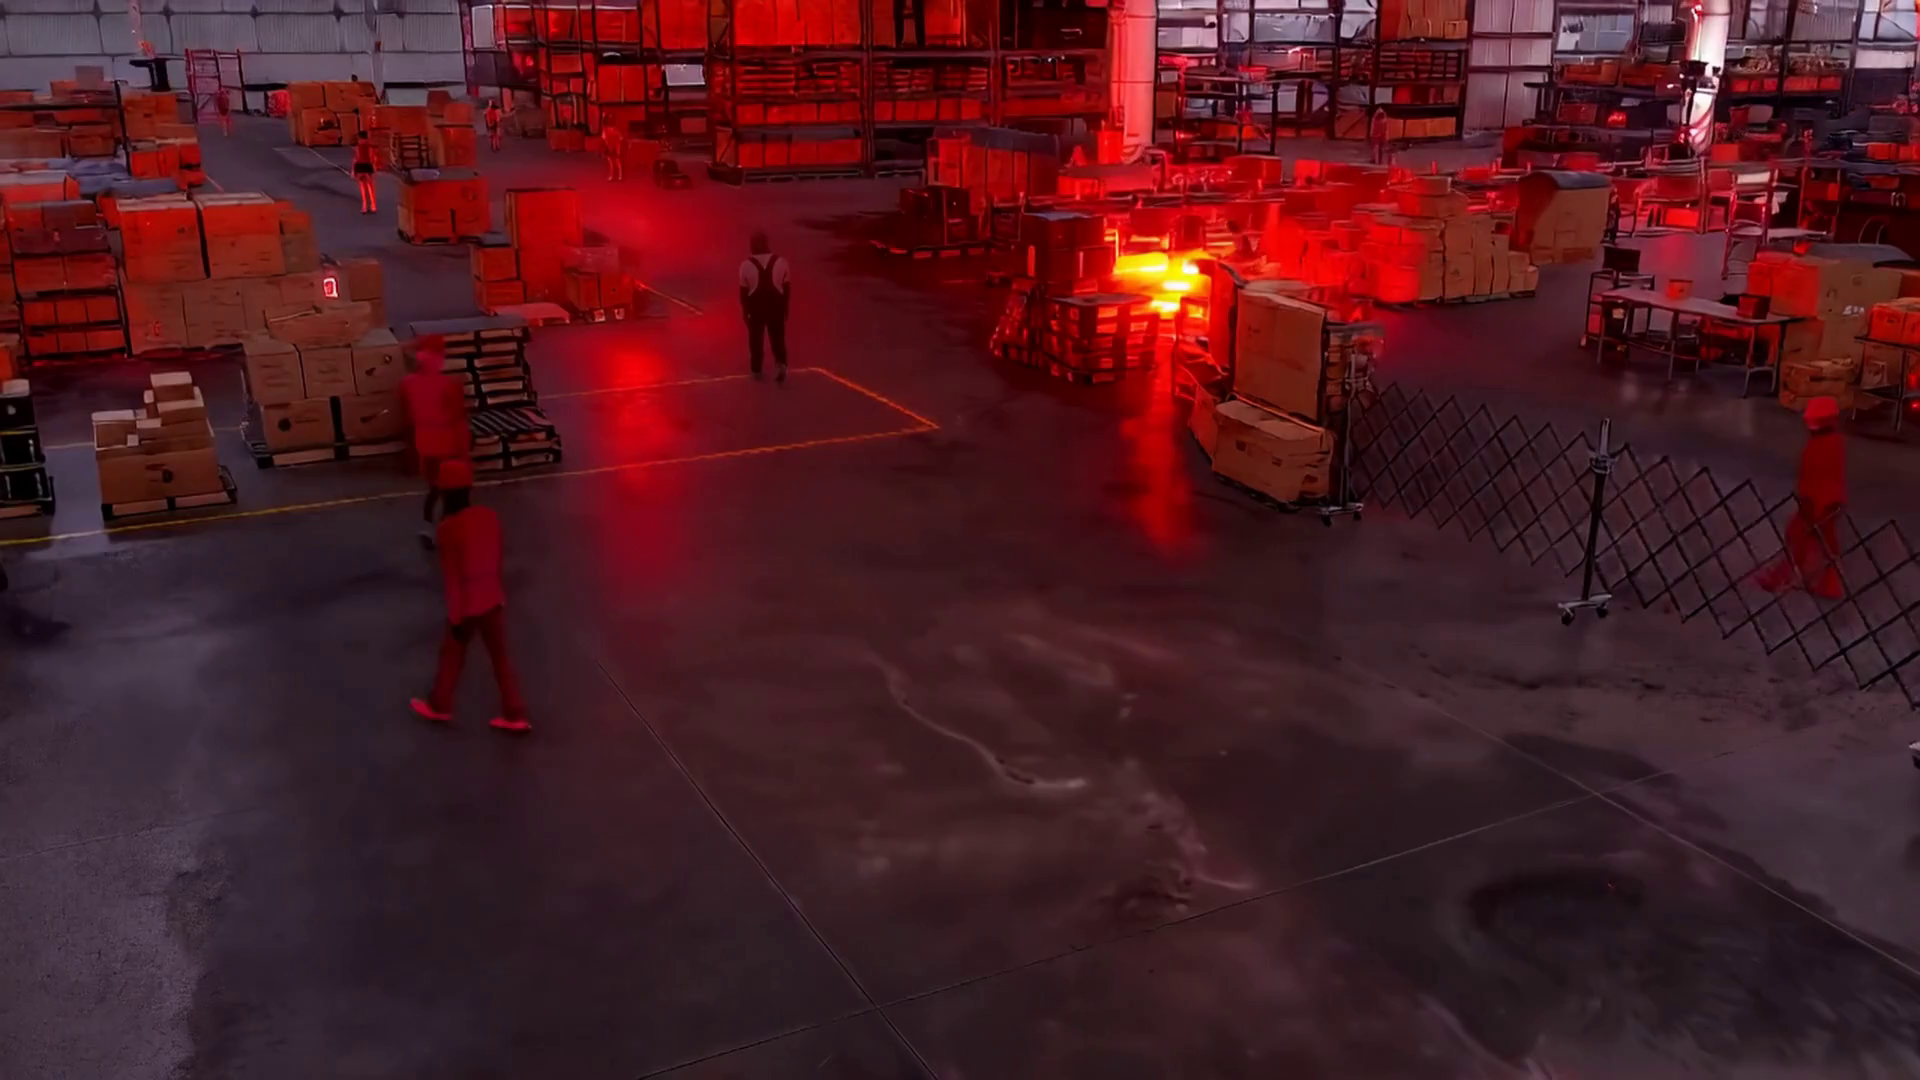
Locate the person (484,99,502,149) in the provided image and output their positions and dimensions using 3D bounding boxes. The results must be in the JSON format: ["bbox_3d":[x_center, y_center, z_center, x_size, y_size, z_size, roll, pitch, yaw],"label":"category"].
[{"bbox_3d":[-16.185,-14.388,57.596,0.530,1.697,0.321,-1,18,-3],"label":"person"}]

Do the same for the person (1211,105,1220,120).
[{"bbox_3d":[8.616,-13.959,56.394,0.524,1.615,0.543,-2,18,-6],"label":"person"}]

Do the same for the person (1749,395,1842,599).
[{"bbox_3d":[7.048,-0.365,13.838,0.786,1.717,0.578,15,23,39],"label":"person"}]

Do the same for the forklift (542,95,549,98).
[{"bbox_3d":[-16.329,-17.723,66.088,1.873,2.768,1.129,-9,20,-26],"label":"forklift"}]

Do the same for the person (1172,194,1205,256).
[{"bbox_3d":[3.590,-4.500,26.382,0.552,1.937,0.356,-6,19,-19],"label":"person"}]

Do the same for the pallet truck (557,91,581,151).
[{"bbox_3d":[-13.495,-14.412,57.188,0.823,1.965,1.885,-3,18,-9],"label":"pallet truck"}]

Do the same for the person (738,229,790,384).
[{"bbox_3d":[-2.541,-3.059,21.725,0.687,2.000,0.831,-5,18,-15],"label":"person"}]

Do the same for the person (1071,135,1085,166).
[{"bbox_3d":[3.097,-9.392,42.094,0.673,1.661,0.538,11,21,32],"label":"person"}]

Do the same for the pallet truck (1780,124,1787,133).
[{"bbox_3d":[25.206,-12.542,52.601,1.601,1.201,0.680,0,18,-2],"label":"pallet truck"}]

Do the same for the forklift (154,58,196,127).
[{"bbox_3d":[-31.504,-17.653,65.870,1.873,2.768,1.129,-9,20,-26],"label":"forklift"}]

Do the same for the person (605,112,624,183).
[{"bbox_3d":[-9.711,-10.984,46.569,0.613,1.963,0.381,12,21,33],"label":"person"}]

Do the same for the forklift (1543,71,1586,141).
[{"bbox_3d":[18.685,-13.231,52.085,1.873,2.768,1.129,-9,20,-26],"label":"forklift"}]

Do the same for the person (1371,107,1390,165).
[{"bbox_3d":[12.593,-12.075,50.074,0.399,1.900,0.636,-11,21,-31],"label":"person"}]

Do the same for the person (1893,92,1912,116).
[{"bbox_3d":[32.705,-14.591,57.850,0.599,1.939,0.421,9,20,26],"label":"person"}]

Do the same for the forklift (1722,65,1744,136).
[{"bbox_3d":[26.508,-15.208,58.246,1.873,2.768,1.129,-9,20,-26],"label":"forklift"}]

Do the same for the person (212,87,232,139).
[{"bbox_3d":[-27.630,-15.957,62.159,0.635,1.893,0.772,-16,24,-40],"label":"person"}]

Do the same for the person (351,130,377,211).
[{"bbox_3d":[-14.422,-8.931,40.222,0.539,1.929,0.392,-16,24,-40],"label":"person"}]

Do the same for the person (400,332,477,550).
[{"bbox_3d":[-4.634,-0.839,14.837,0.611,2.028,0.451,4,18,13],"label":"person"}]

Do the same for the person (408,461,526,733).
[{"bbox_3d":[-3.375,0.383,11.245,0.941,1.881,0.611,8,19,24],"label":"person"}]

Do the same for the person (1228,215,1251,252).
[{"bbox_3d":[4.053,-3.892,24.654,0.986,1.831,0.598,9,20,26],"label":"person"}]

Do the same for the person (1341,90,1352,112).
[{"bbox_3d":[14.361,-15.763,61.688,0.719,1.819,0.577,-10,20,-29],"label":"person"}]

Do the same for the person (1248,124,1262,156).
[{"bbox_3d":[8.211,-10.668,46.026,0.783,1.670,0.533,-6,19,-19],"label":"person"}]

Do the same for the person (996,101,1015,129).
[{"bbox_3d":[1.464,-13.296,53.943,0.648,1.855,0.986,17,24,42],"label":"person"}]

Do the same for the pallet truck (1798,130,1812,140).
[{"bbox_3d":[25.526,-11.556,49.408,1.630,1.274,0.653,-9,20,-26],"label":"pallet truck"}]
